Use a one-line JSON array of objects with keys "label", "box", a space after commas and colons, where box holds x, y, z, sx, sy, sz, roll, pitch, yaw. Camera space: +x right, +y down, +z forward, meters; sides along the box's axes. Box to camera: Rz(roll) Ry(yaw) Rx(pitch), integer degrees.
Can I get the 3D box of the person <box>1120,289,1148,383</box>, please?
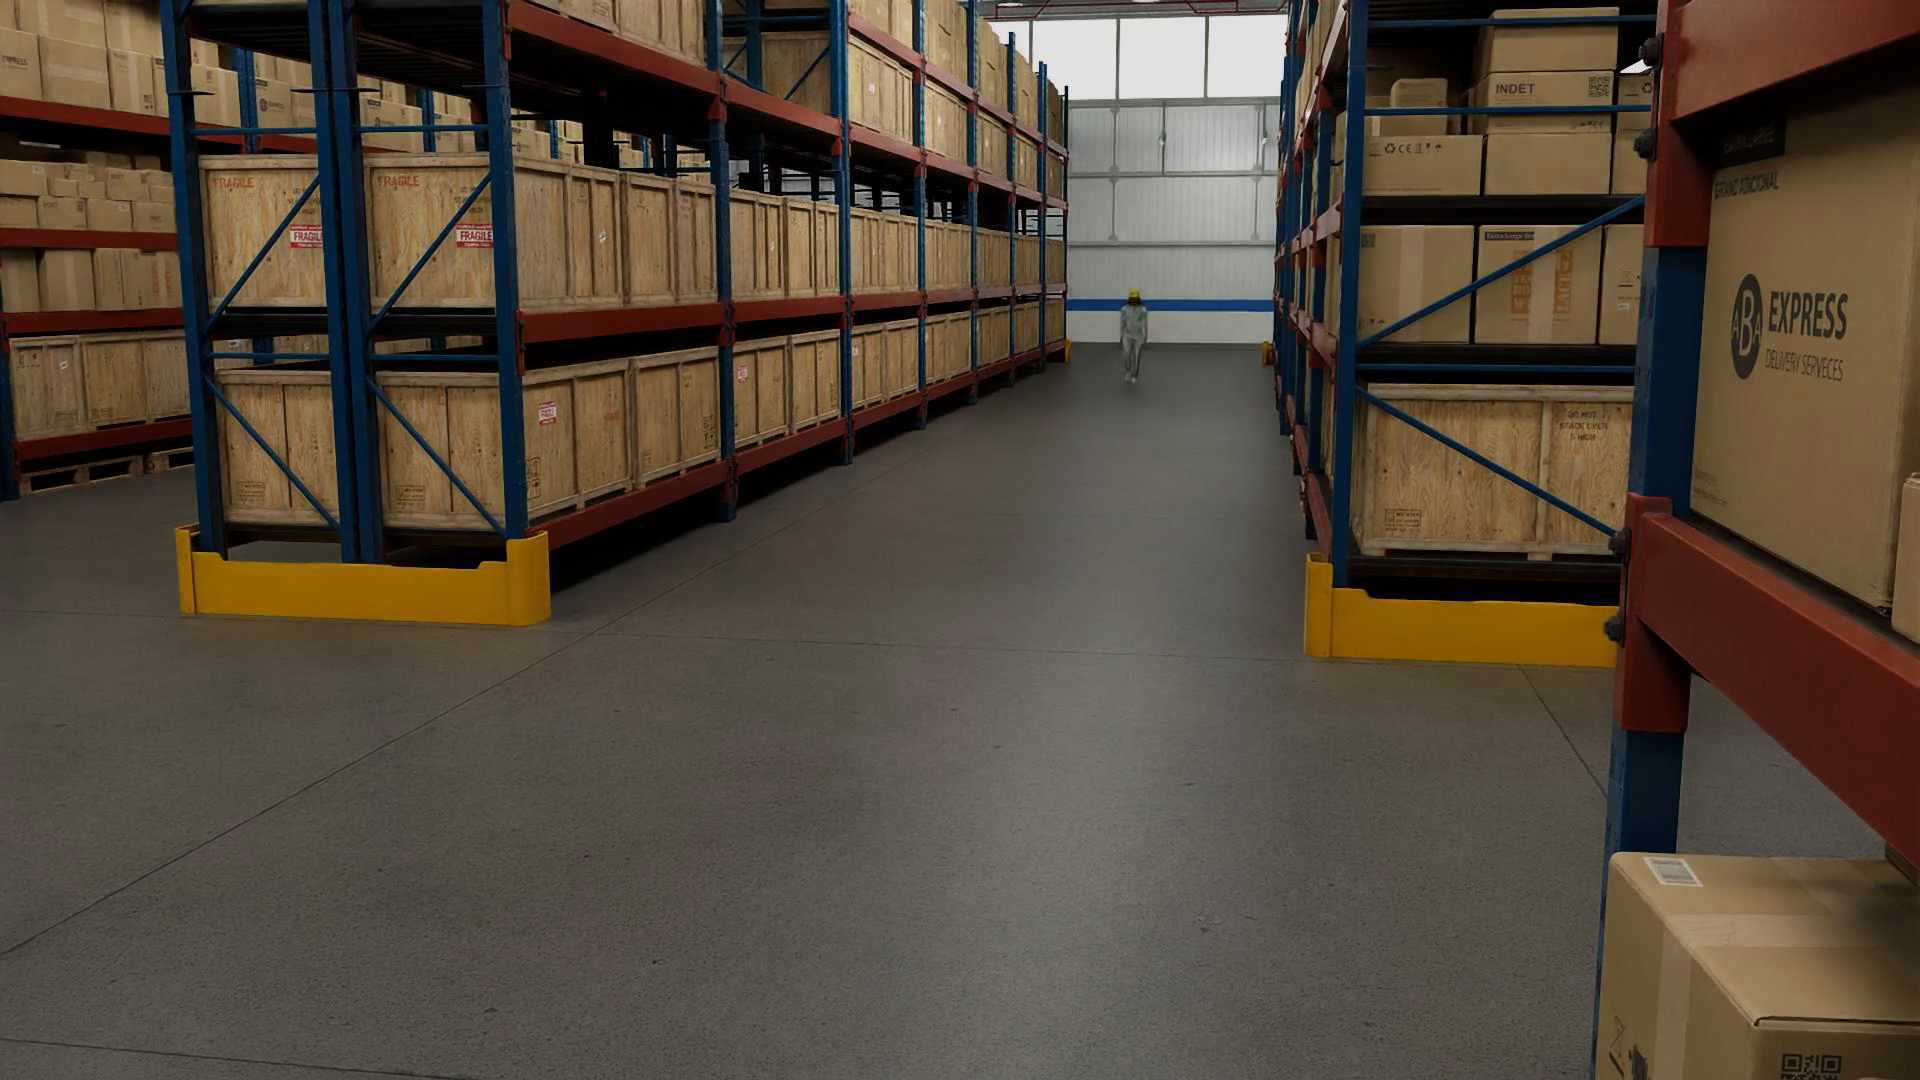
[{"label": "person", "box": [3.137, -3.673, 30.093, 0.511, 1.694, 0.877, 1, 9, 8]}]
